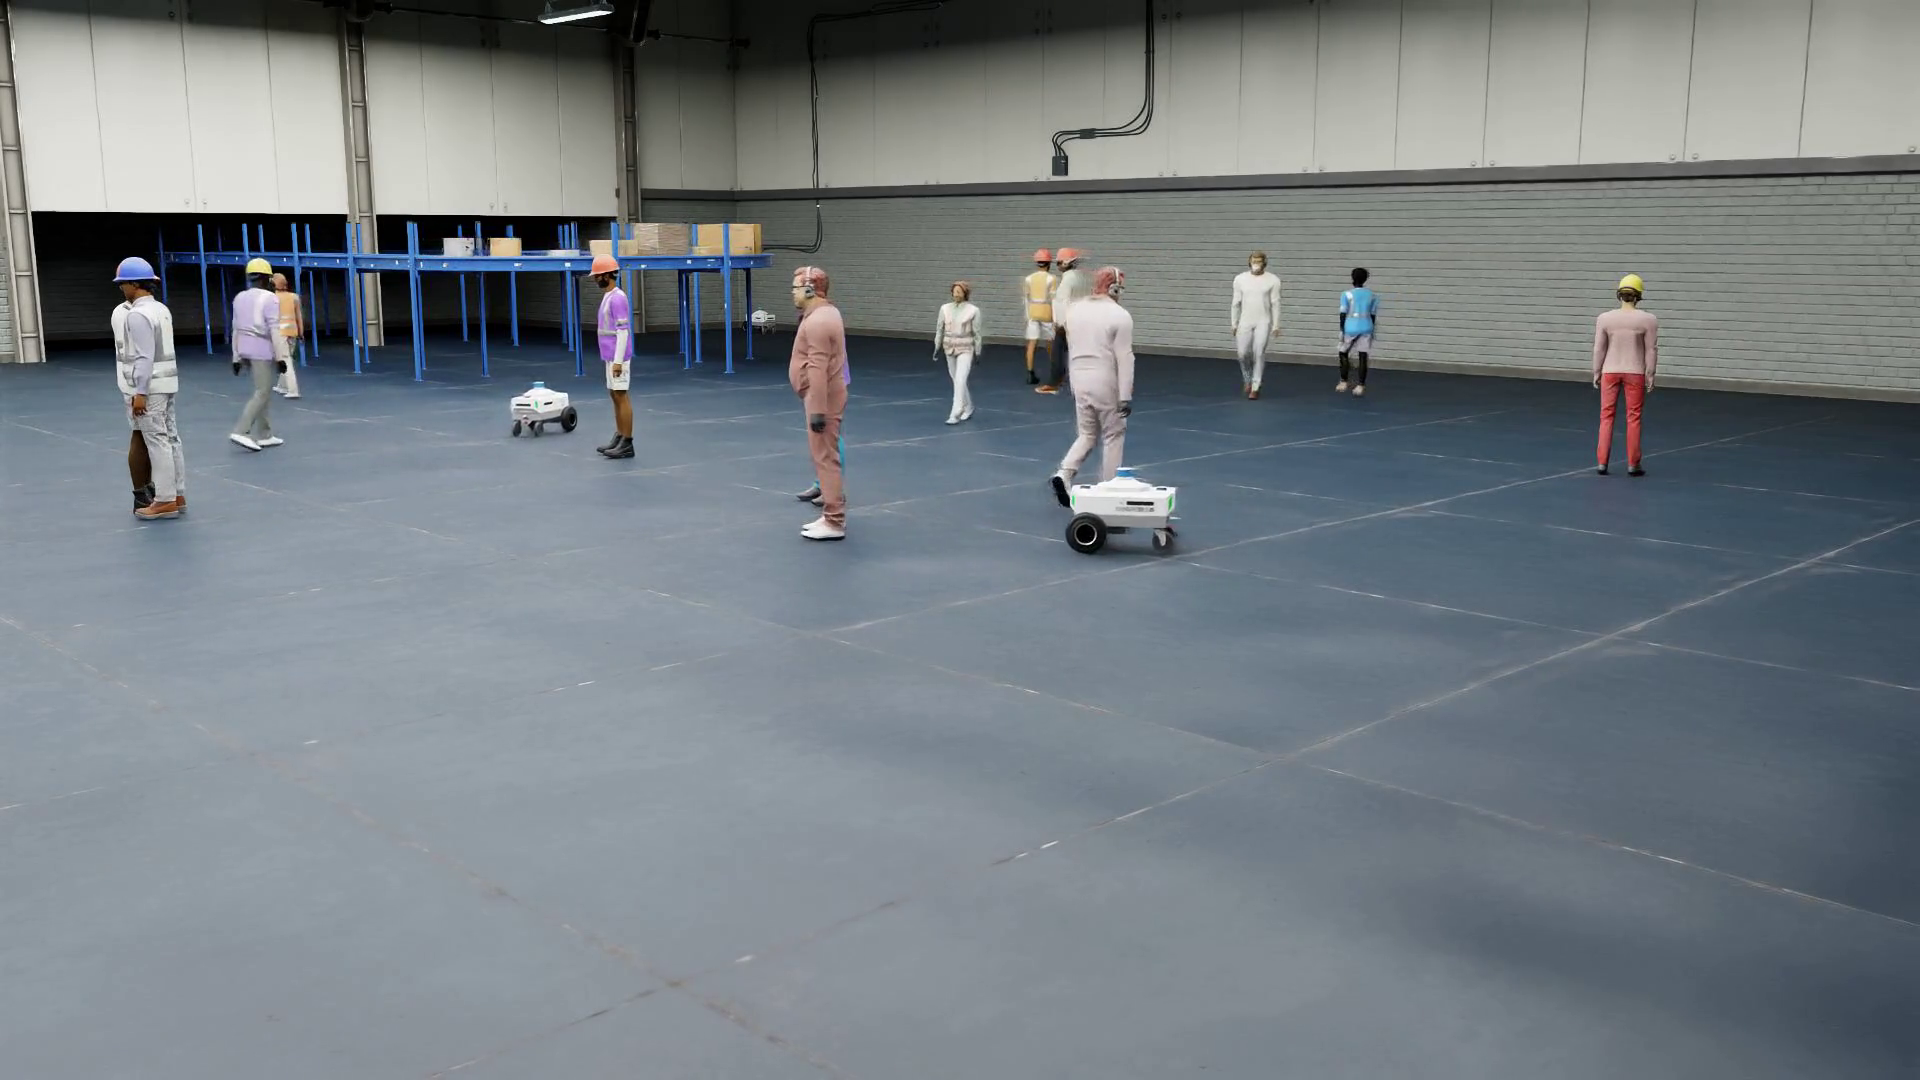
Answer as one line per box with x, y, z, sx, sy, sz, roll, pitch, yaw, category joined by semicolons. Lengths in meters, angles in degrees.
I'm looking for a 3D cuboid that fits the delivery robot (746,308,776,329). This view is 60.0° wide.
-4.325;-4.798;36.109;0.477;0.478;0.707;-10;14;-44;delivery robot

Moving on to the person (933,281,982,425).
0.000;-2.129;18.851;0.513;1.600;0.837;6;12;30;person

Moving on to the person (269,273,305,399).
-8.898;-2.661;21.691;0.782;1.602;0.545;7;12;32;person

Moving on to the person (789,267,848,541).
-0.993;-0.961;11.681;0.401;1.894;0.648;0;10;2;person

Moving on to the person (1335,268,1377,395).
5.256;-2.784;22.173;0.557;1.673;0.654;-2;11;-10;person

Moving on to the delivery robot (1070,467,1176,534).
1.110;-0.249;11.300;0.707;0.478;0.477;2;11;9;delivery robot

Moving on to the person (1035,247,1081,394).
1.504;-2.920;22.179;0.929;1.966;0.622;2;11;11;person

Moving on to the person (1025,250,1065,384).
1.227;-3.225;24.009;0.593;1.889;0.963;5;12;27;person

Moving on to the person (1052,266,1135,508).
1.017;-1.139;12.689;0.663;1.875;0.648;10;14;42;person

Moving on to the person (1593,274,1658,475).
5.901;-1.465;14.773;0.533;1.765;0.330;6;12;30;person

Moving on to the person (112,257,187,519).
-6.092;-1.142;12.510;0.404;1.945;0.616;-2;11;-9;person

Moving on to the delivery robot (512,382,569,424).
-4.514;-1.457;17.886;0.477;0.478;0.707;3;11;16;delivery robot

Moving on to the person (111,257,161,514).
-6.234;-1.177;12.717;0.352;1.942;0.545;-2;11;-12;person

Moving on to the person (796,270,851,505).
-1.074;-1.210;13.157;0.377;1.844;0.567;-5;11;-24;person

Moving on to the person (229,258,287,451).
-7.045;-1.845;16.526;0.610;1.892;0.720;6;12;31;person

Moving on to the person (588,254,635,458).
-3.332;-1.760;15.932;0.385;1.929;0.547;-4;11;-20;person

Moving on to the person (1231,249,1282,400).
3.820;-2.781;21.500;0.651;1.923;0.432;4;11;19;person
